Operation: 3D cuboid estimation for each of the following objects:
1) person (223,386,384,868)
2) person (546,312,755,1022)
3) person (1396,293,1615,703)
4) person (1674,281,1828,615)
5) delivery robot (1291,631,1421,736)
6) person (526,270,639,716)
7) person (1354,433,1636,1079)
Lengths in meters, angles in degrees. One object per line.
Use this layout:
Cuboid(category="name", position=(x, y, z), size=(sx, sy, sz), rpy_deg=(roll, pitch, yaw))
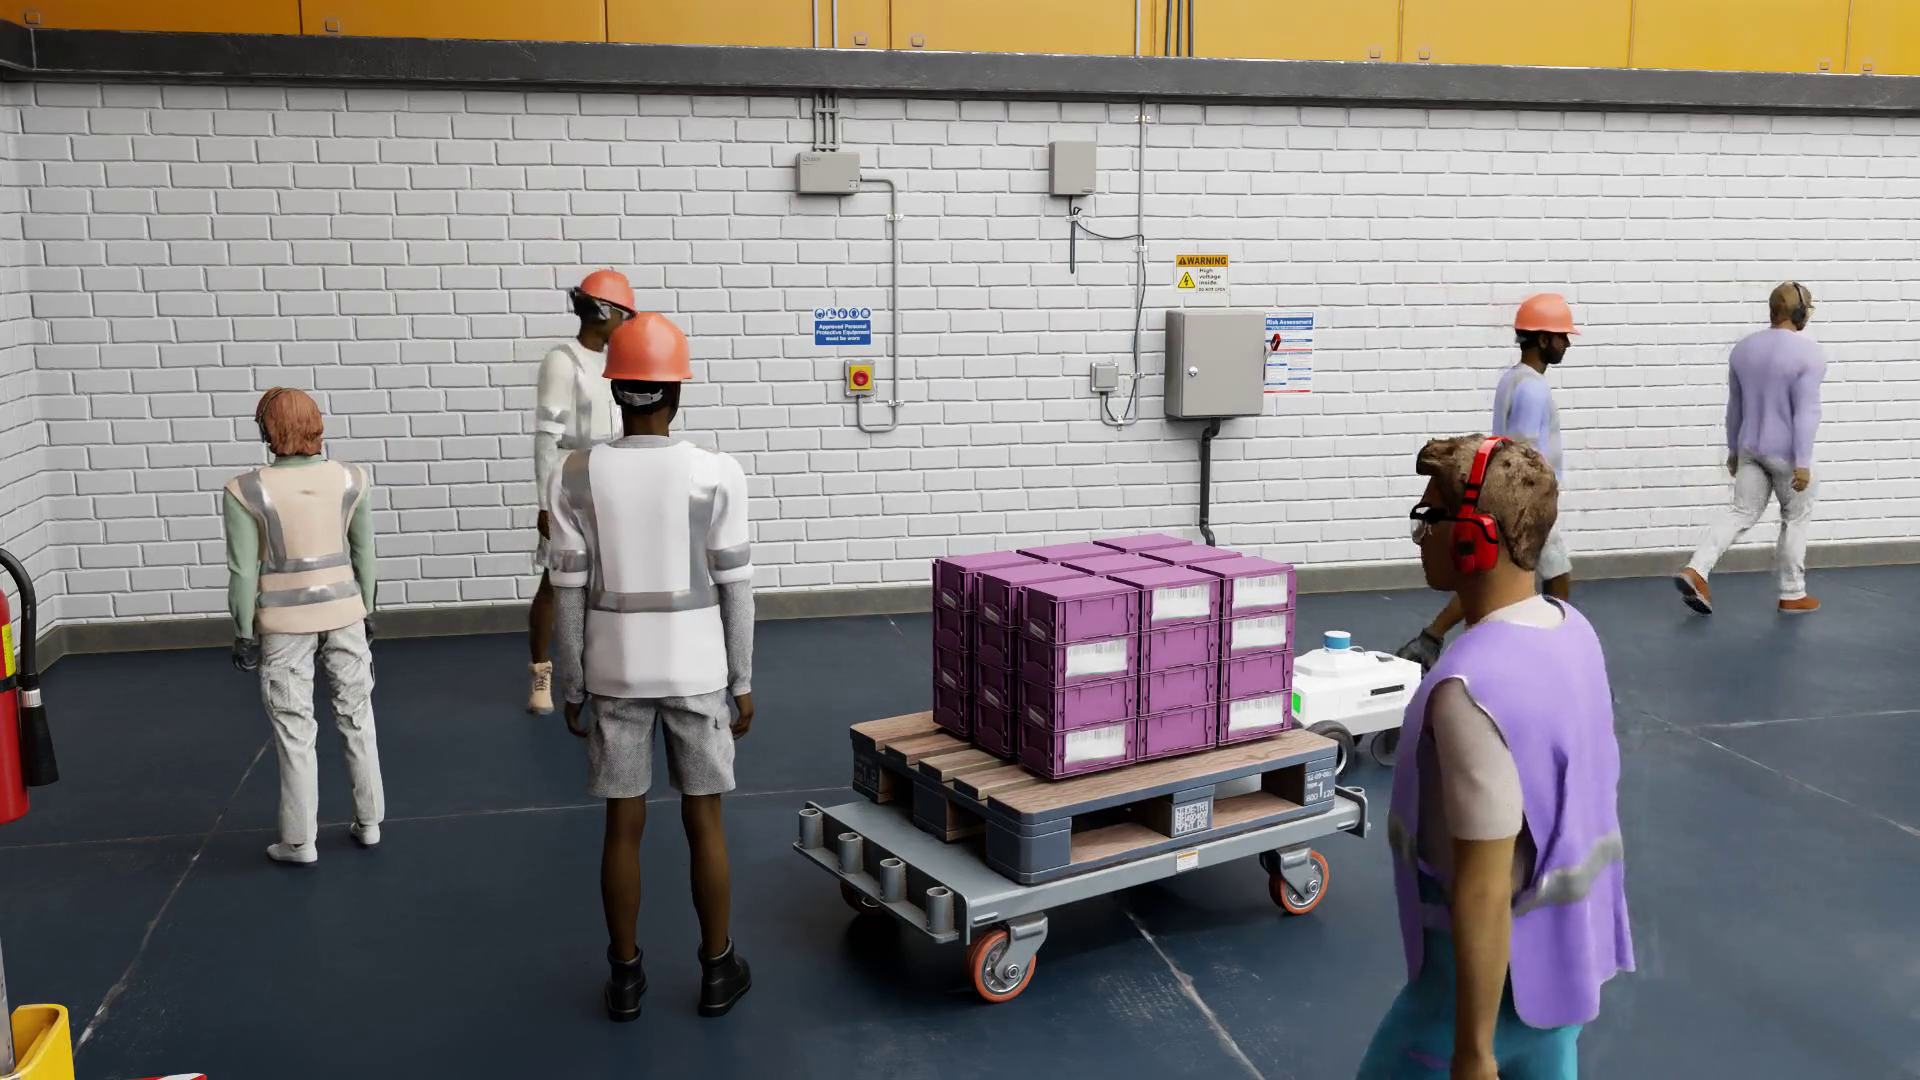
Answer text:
Cuboid(category="person", position=(-2.228, 0.299, 5.682), size=(0.515, 1.642, 0.314), rpy_deg=(-9, 14, -42))
Cuboid(category="person", position=(-0.825, 0.358, 4.533), size=(0.543, 1.939, 0.359), rpy_deg=(0, 10, -3))
Cuboid(category="person", position=(2.535, -0.185, 7.656), size=(0.940, 1.904, 0.550), rpy_deg=(2, 10, 9))
Cuboid(category="person", position=(4.516, -0.497, 9.365), size=(0.891, 1.914, 0.637), rpy_deg=(-4, 11, -20))
Cuboid(category="delivery robot", position=(1.515, 0.611, 6.705), size=(0.707, 0.478, 0.477), rpy_deg=(-6, 12, -29))
Cuboid(category="person", position=(-1.741, -0.215, 7.577), size=(0.529, 1.996, 0.686), rpy_deg=(3, 11, 18))
Cuboid(category="person", position=(0.799, 0.719, 2.882), size=(0.885, 1.801, 0.581), rpy_deg=(8, 13, 37))
